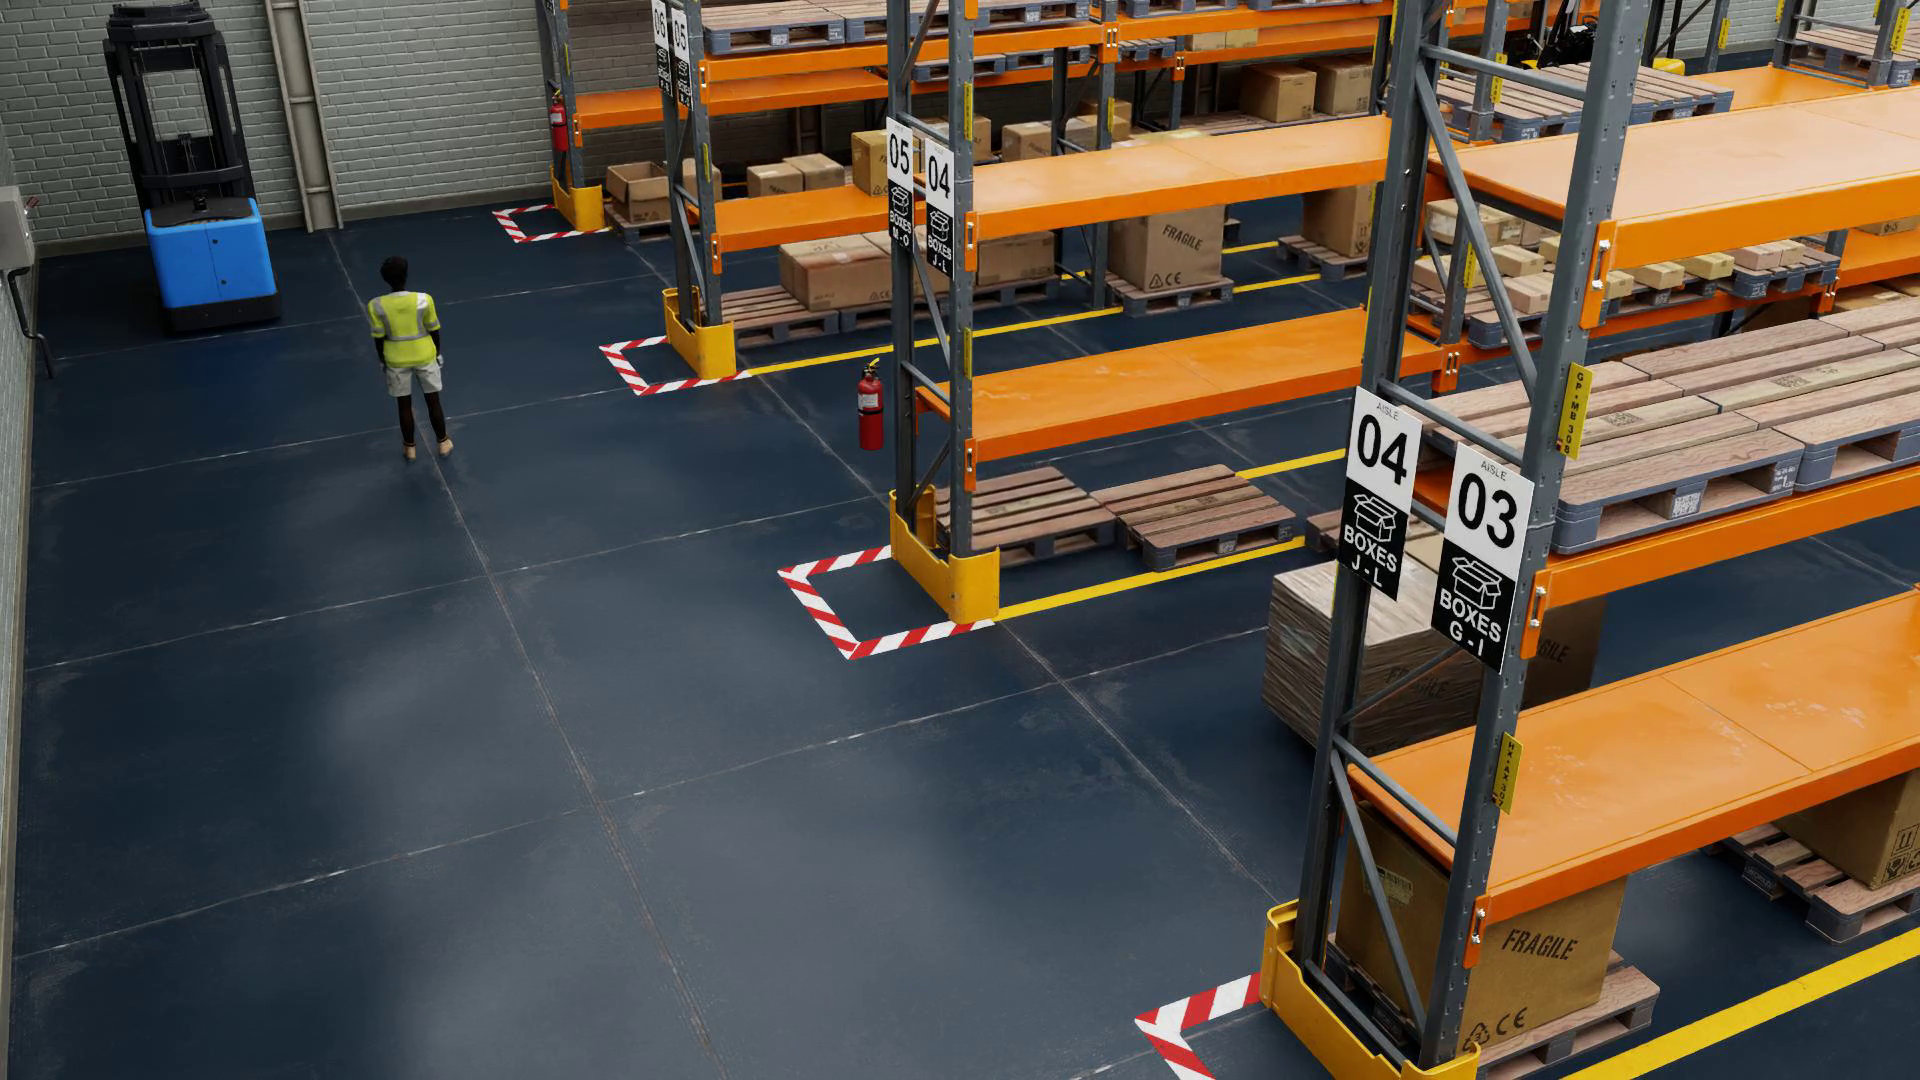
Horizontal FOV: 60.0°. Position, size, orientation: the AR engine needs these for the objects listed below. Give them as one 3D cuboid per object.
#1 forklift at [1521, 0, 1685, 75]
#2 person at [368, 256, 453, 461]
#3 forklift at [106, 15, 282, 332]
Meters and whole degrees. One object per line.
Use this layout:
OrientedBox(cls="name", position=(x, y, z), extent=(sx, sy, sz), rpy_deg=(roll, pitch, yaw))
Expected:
OrientedBox(cls="forklift", position=(8.950, -6.807, 23.056), extent=(1.214, 2.155, 2.313), rpy_deg=(-12, 30, -22))
OrientedBox(cls="person", position=(-4.399, -1.445, 13.322), extent=(0.531, 1.692, 0.319), rpy_deg=(-8, 29, -15))
OrientedBox(cls="forklift", position=(-7.548, -3.672, 16.323), extent=(1.129, 2.768, 1.873), rpy_deg=(-12, 30, -22))
